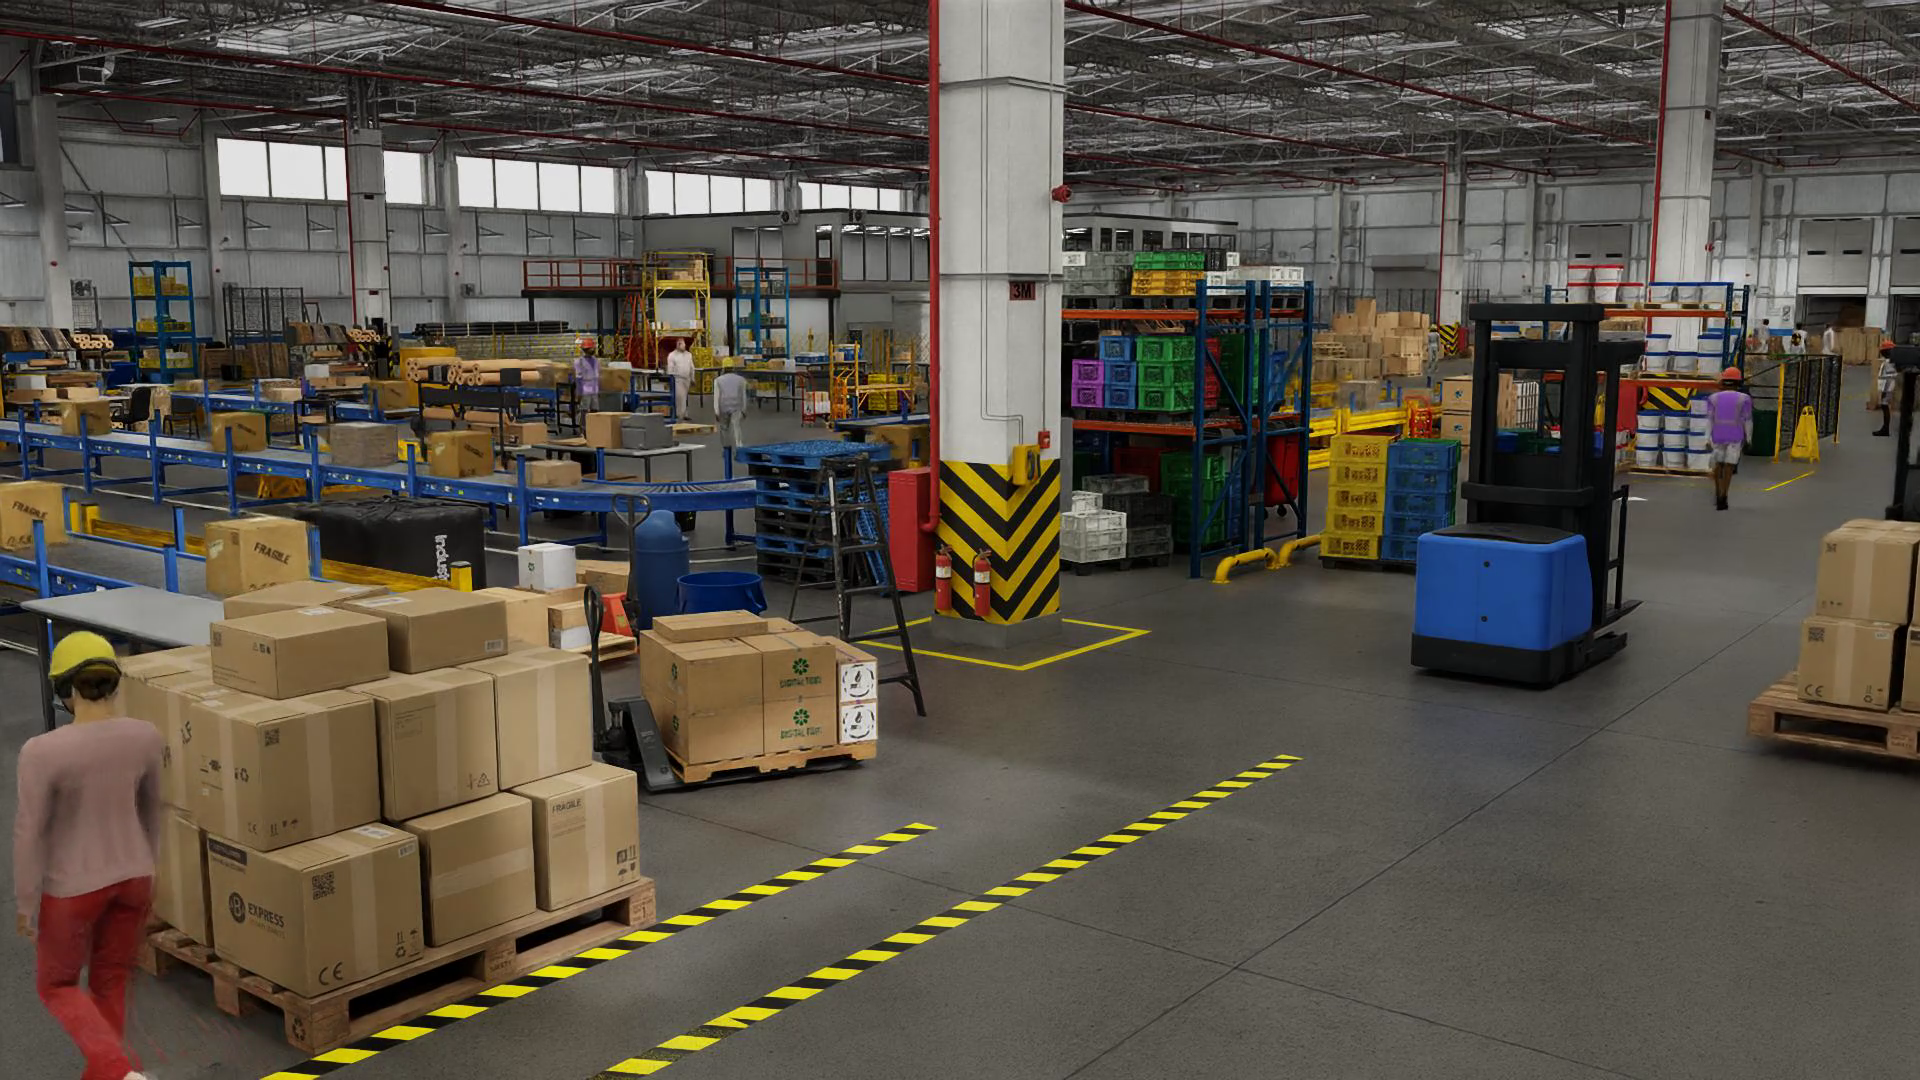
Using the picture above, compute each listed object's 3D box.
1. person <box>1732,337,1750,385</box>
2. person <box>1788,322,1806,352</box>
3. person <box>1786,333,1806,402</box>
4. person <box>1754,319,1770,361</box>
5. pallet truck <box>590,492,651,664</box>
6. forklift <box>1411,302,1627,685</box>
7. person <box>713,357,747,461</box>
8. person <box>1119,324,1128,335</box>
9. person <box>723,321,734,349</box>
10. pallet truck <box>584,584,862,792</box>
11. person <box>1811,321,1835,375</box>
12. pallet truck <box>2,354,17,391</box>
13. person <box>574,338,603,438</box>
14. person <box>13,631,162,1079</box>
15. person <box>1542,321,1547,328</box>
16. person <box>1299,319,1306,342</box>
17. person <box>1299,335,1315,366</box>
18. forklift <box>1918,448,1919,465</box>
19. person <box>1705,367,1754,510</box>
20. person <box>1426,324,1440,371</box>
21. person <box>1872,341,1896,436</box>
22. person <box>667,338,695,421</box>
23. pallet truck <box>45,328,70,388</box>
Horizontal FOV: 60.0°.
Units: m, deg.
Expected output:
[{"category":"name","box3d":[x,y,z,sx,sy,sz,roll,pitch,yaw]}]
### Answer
[{"category":"person","box3d":[17.453,-3.603,37.435,0.874,1.903,0.563,8,12,44]},{"category":"person","box3d":[30.444,-6.995,60.547,0.546,1.834,0.877,0,8,-3]},{"category":"person","box3d":[21.650,-4.418,43.102,0.335,1.864,0.521,-2,9,-16]},{"category":"person","box3d":[34.313,-8.540,71.000,0.491,1.823,0.643,0,8,-1]},{"category":"pallet truck","box3d":[-3.115,0.344,12.883,0.653,1.274,1.630,7,11,37]},{"category":"forklift","box3d":[4.379,-0.438,12.852,1.129,2.768,1.873,7,11,37]},{"category":"person","box3d":[-3.981,-2.277,28.882,0.594,1.804,0.878,-3,9,-18]},{"category":"person","box3d":[5.195,-5.933,53.158,0.448,1.912,0.603,-5,10,-28]},{"category":"person","box3d":[-8.950,-7.574,64.505,0.508,1.832,0.479,-7,11,-38]},{"category":"pallet truck","box3d":[-1.426,0.805,10.019,1.601,1.201,0.680,-4,9,-26]},{"category":"person","box3d":[30.690,-6.814,59.128,0.968,1.892,0.647,2,9,15]},{"category":"pallet truck","box3d":[-24.881,-4.417,42.634,1.885,1.965,0.823,8,11,41]},{"category":"person","box3d":[-7.085,-2.842,31.864,0.380,2.041,0.616,5,10,32]},{"category":"person","box3d":[-2.952,1.191,5.738,0.549,1.735,0.559,5,10,31]},{"category":"person","box3d":[24.334,-8.257,69.102,0.431,1.835,0.622,-2,9,-11]},{"category":"person","box3d":[15.990,-9.541,77.379,0.354,1.939,0.544,-7,11,-38]},{"category":"person","box3d":[10.251,-5.272,49.208,0.371,1.757,0.548,7,11,41]},{"category":"forklift","box3d":[7.539,-0.344,12.216,1.129,2.768,1.873,6,11,37]},{"category":"person","box3d":[10.390,-1.370,22.414,0.555,1.903,0.865,8,11,42]},{"category":"person","box3d":[17.594,-7.142,61.860,0.483,1.745,0.304,0,8,3]},{"category":"person","box3d":[18.767,-3.070,33.757,0.360,1.935,0.552,5,10,29]},{"category":"person","box3d":[-6.411,-3.687,38.142,0.651,1.878,0.879,-8,12,-44]},{"category":"pallet truck","box3d":[-23.775,-4.544,43.495,1.885,1.965,0.823,6,10,35]}]
